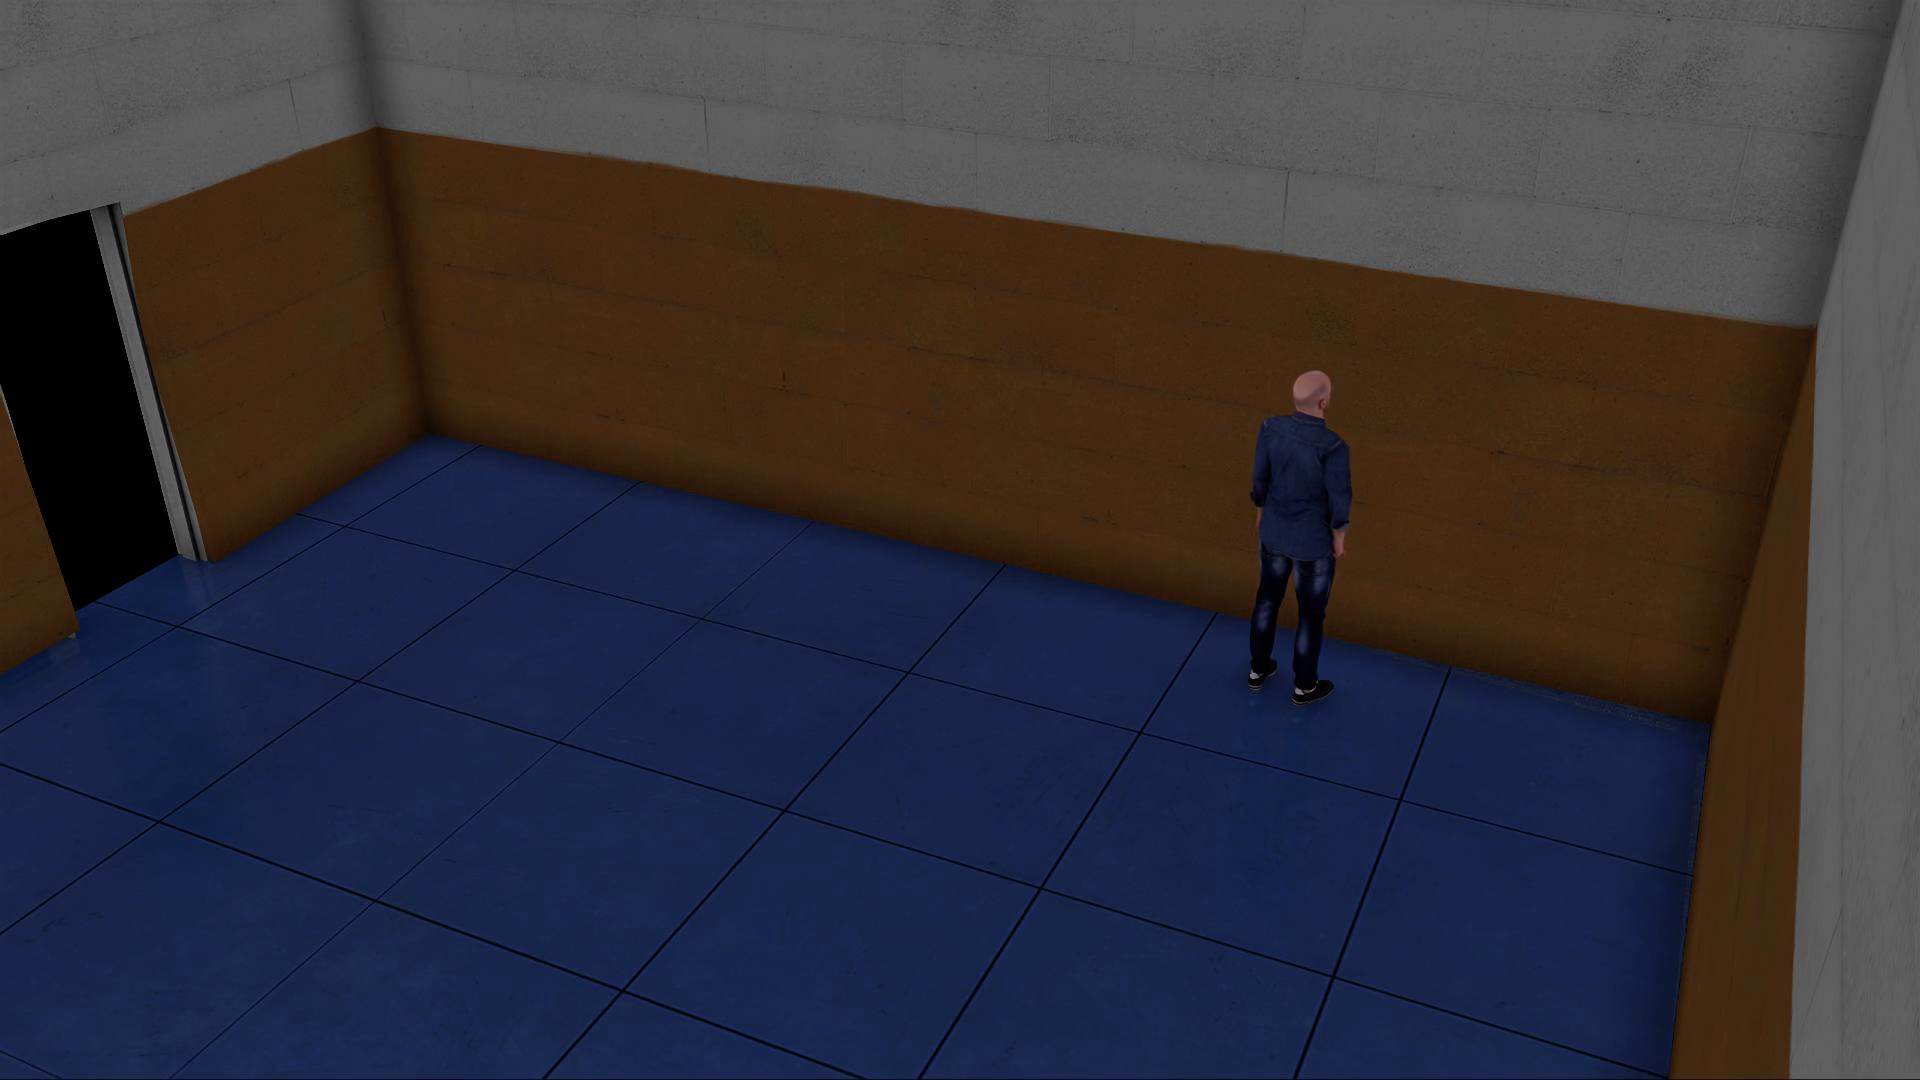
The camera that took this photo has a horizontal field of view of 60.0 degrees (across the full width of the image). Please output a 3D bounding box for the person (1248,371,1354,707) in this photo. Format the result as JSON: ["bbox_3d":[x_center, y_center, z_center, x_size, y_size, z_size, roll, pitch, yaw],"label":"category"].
[{"bbox_3d":[1.728,-0.008,8.491,0.644,1.825,0.839,24,36,36],"label":"person"}]
